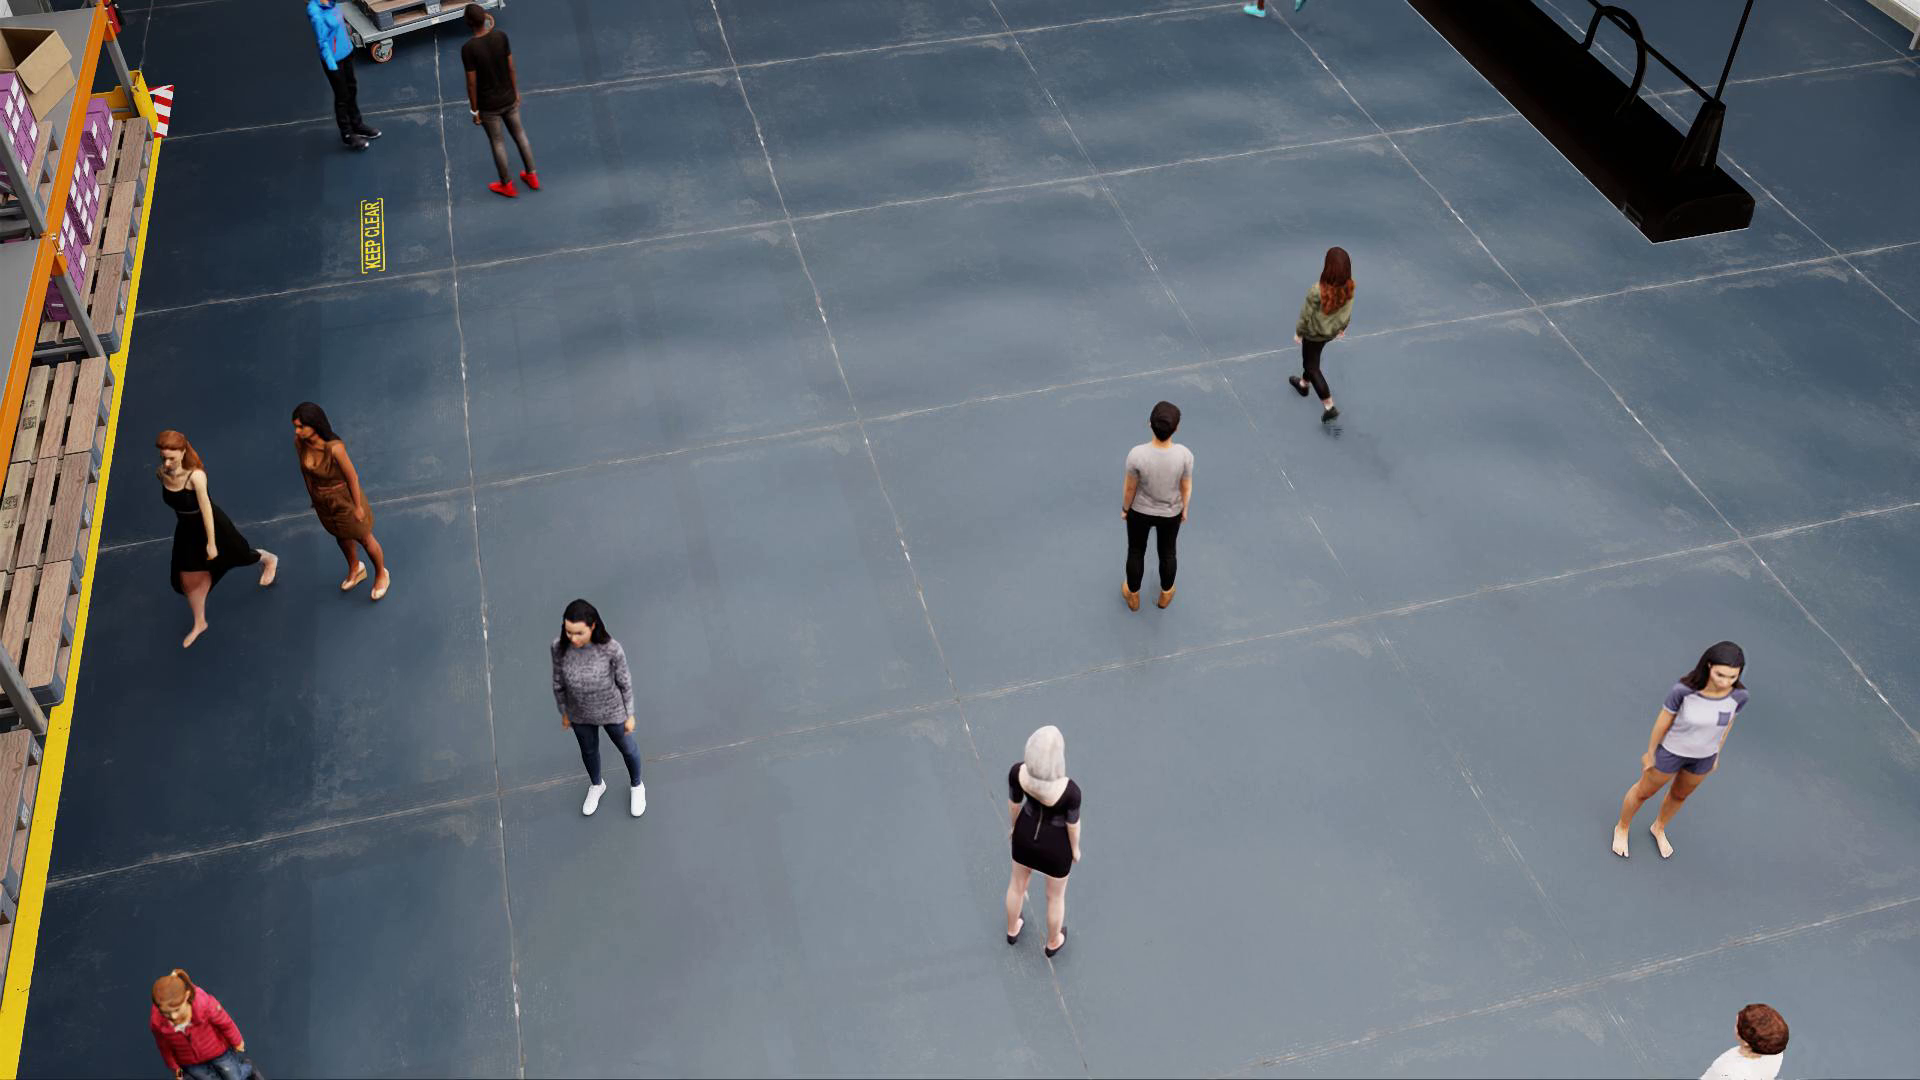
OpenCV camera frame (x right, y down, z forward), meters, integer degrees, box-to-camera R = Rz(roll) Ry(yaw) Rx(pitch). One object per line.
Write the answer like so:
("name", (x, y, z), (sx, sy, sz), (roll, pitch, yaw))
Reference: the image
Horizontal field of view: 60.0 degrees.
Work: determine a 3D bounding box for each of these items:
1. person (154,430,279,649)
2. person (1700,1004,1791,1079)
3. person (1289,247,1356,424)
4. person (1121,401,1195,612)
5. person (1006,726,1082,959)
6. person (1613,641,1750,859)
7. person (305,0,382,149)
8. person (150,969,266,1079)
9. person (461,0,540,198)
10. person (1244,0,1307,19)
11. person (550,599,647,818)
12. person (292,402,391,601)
("person", (-4.986, -0.115, 11.140), (0.952, 1.584, 1.163), (12, 45, 12))
("person", (3.694, 2.831, 8.025), (0.856, 1.616, 1.186), (-26, 49, -25))
("person", (2.810, -1.559, 12.753), (0.714, 1.451, 0.994), (-20, 47, -20))
("person", (1.305, -0.219, 11.151), (0.663, 1.722, 0.617), (1, 44, 1))
("person", (0.446, 1.659, 9.102), (0.655, 1.827, 0.698), (17, 46, 17))
("person", (4.195, 1.217, 9.634), (0.644, 1.734, 0.603), (2, 44, 2))
("person", (-5.874, -4.541, 15.630), (0.743, 1.800, 0.601), (6, 44, 6))
("person", (-3.874, 2.560, 8.534), (0.509, 1.307, 0.571), (-11, 45, -11))
("person", (-4.182, -3.977, 15.039), (0.744, 1.798, 0.741), (-32, 52, -29))
("person", (3.395, -6.286, 17.528), (1.000, 1.710, 0.884), (28, 50, 26))
("person", (-2.144, 0.990, 9.873), (0.667, 1.733, 0.623), (2, 44, 2))
("person", (-4.185, -0.264, 11.221), (0.650, 1.688, 0.685), (16, 46, 16))
